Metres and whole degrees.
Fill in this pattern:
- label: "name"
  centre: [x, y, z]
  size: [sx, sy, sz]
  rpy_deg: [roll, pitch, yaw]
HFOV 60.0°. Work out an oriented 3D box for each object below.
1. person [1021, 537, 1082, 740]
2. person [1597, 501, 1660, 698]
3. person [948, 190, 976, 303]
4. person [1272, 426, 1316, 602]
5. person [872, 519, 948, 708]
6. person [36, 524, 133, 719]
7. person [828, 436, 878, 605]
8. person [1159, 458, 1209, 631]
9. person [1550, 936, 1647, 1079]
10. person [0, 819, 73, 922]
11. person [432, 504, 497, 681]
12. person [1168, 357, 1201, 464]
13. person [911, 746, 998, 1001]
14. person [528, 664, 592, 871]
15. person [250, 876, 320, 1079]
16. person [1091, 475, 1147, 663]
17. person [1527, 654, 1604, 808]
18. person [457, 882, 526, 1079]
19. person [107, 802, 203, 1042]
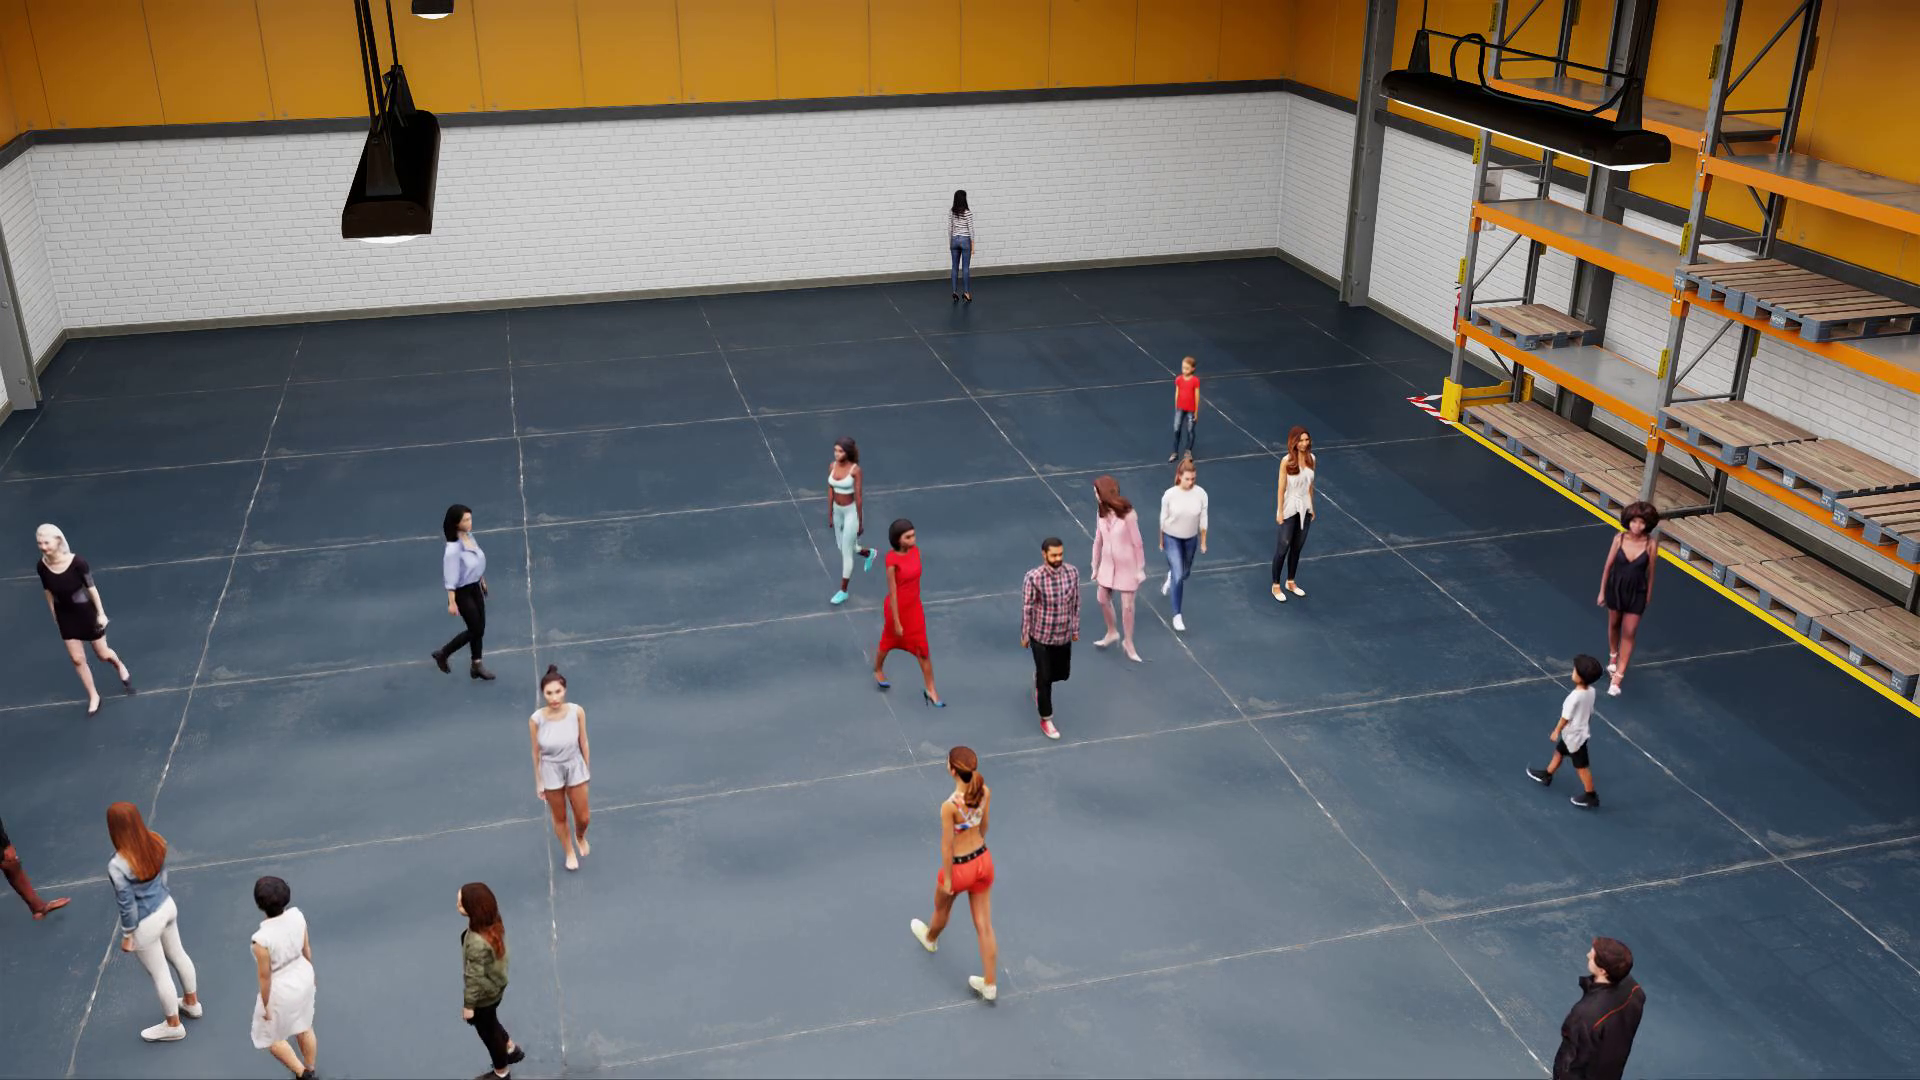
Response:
- label: "person"
  centre: [0.740, 0.763, 14.116]
  size: [0.763, 1.741, 0.992]
  rpy_deg: [-9, 25, -20]
- label: "person"
  centre: [5.928, 0.464, 14.781]
  size: [1.014, 1.756, 1.089]
  rpy_deg: [12, 26, 25]
- label: "person"
  centre: [0.014, -4.685, 26.509]
  size: [0.636, 1.797, 0.678]
  rpy_deg: [11, 26, 23]
- label: "person"
  centre: [3.297, -0.280, 16.446]
  size: [0.644, 1.785, 0.598]
  rpy_deg: [-12, 26, -25]
- label: "person"
  centre: [-0.562, 0.624, 14.495]
  size: [1.182, 1.692, 0.987]
  rpy_deg: [20, 31, 39]
- label: "person"
  centre: [-7.550, 0.644, 14.310]
  size: [0.681, 1.804, 0.893]
  rpy_deg: [-3, 24, -8]
- label: "person"
  centre: [-1.067, -0.244, 16.458]
  size: [0.992, 1.710, 1.000]
  rpy_deg: [16, 28, 32]
- label: "person"
  centre: [2.083, -0.013, 15.959]
  size: [0.721, 1.688, 1.075]
  rpy_deg: [-2, 24, -5]
- label: "person"
  centre: [3.473, 2.964, 8.995]
  size: [0.979, 1.811, 1.229]
  rpy_deg: [-16, 28, -33]
- label: "person"
  centre: [-6.724, 2.069, 11.209]
  size: [1.121, 1.676, 1.040]
  rpy_deg: [18, 29, 35]
- label: "person"
  centre: [-4.472, 0.493, 14.750]
  size: [0.876, 1.729, 0.836]
  rpy_deg: [2, 24, 4]
- label: "person"
  centre: [2.766, -1.594, 20.065]
  size: [0.679, 1.295, 0.763]
  rpy_deg: [9, 25, 20]
- label: "person"
  centre: [0.101, 2.196, 10.827]
  size: [0.883, 1.750, 1.188]
  rpy_deg: [-17, 29, -34]
- label: "person"
  centre: [-2.934, 1.665, 12.231]
  size: [0.564, 1.598, 0.570]
  rpy_deg: [-8, 25, -17]
- label: "person"
  centre: [-3.968, 2.704, 9.920]
  size: [0.799, 1.545, 0.734]
  rpy_deg: [11, 26, 23]
- label: "person"
  centre: [1.524, 0.264, 15.211]
  size: [0.740, 1.777, 0.839]
  rpy_deg: [10, 25, 21]
- label: "person"
  centre: [4.876, 1.517, 13.024]
  size: [0.756, 1.235, 0.938]
  rpy_deg: [-21, 31, -40]
- label: "person"
  centre: [-2.801, 2.695, 10.035]
  size: [0.668, 1.468, 0.514]
  rpy_deg: [-4, 24, -8]
- label: "person"
  centre: [-5.074, 2.382, 10.460]
  size: [0.745, 1.702, 0.608]
  rpy_deg: [4, 24, 10]
